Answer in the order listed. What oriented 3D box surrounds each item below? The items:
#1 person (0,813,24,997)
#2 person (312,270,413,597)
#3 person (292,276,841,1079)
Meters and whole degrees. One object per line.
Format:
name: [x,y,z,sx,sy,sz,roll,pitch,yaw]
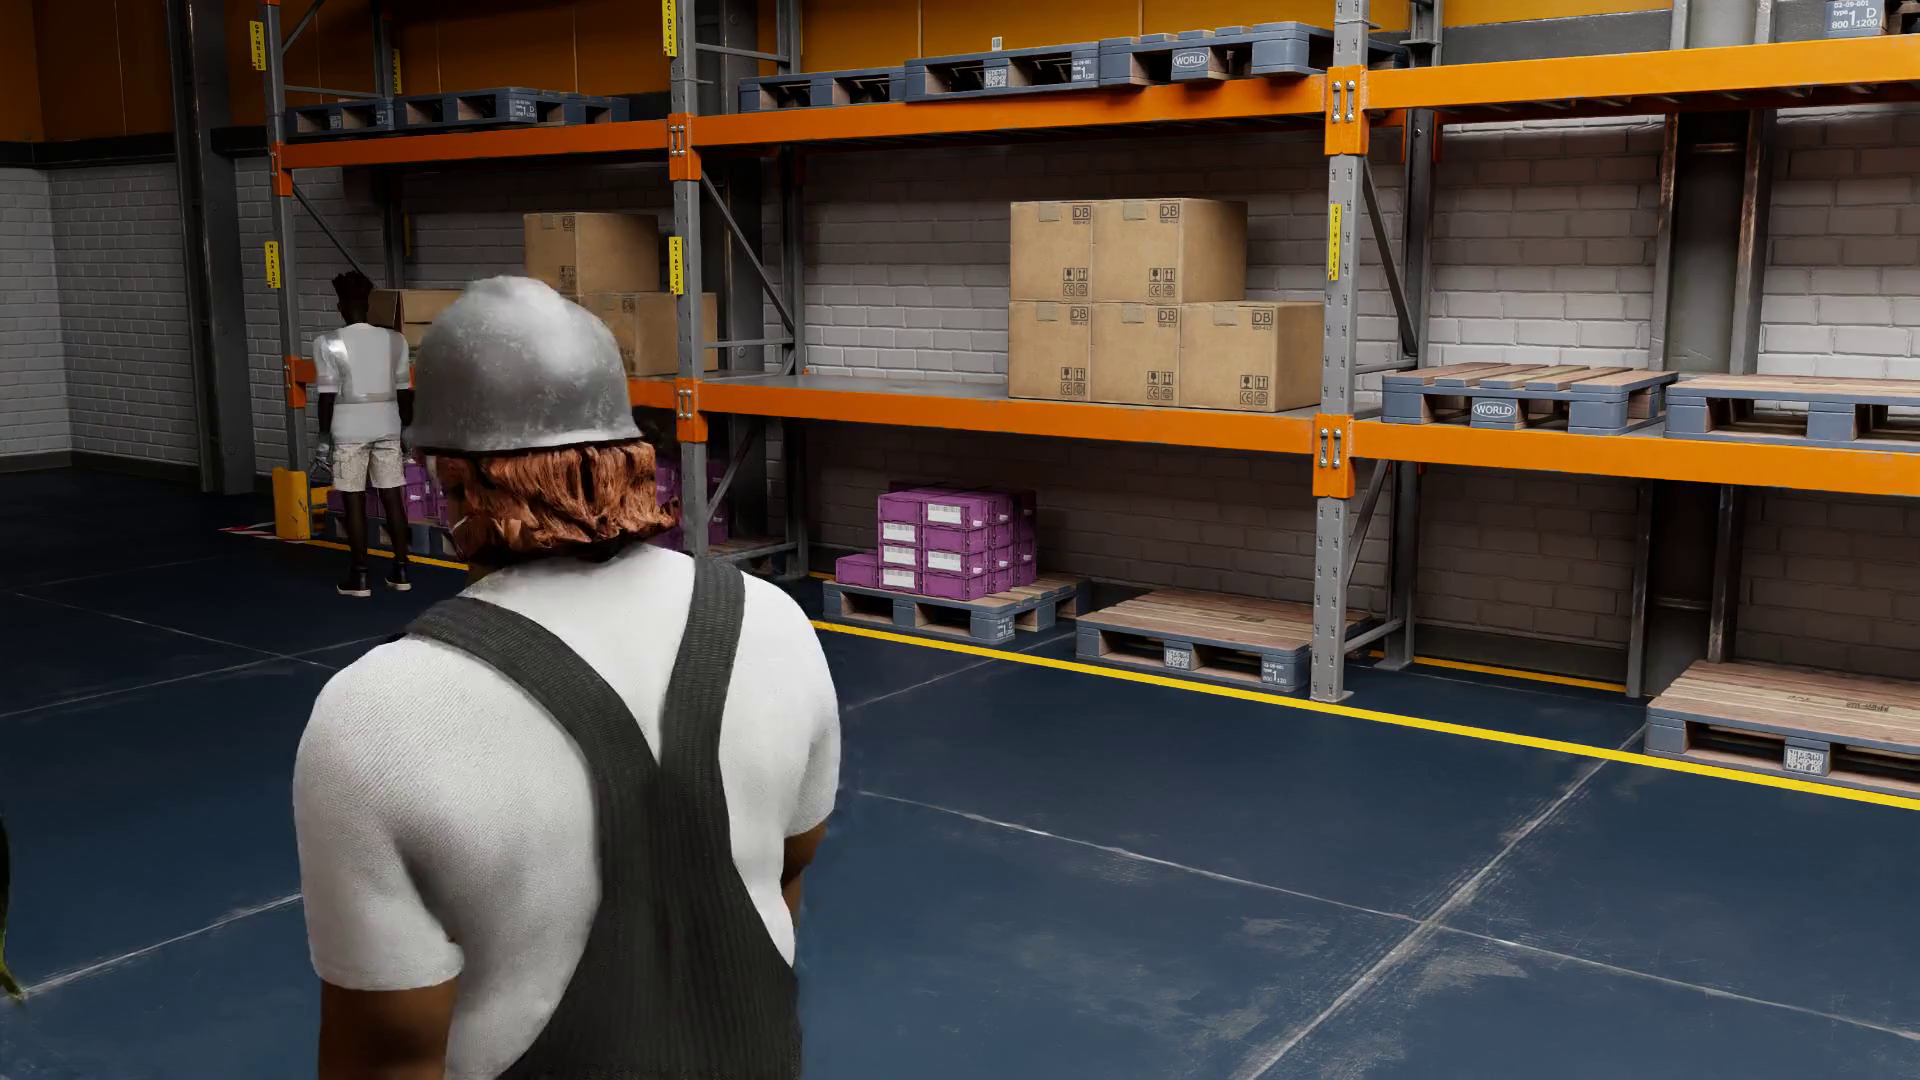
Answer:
person: [-0.719,0.973,1.041,0.610,1.766,0.950,-8,12,-39]
person: [-3.614,-0.642,10.087,0.366,1.962,0.614,9,13,44]
person: [-0.439,0.680,1.987,0.682,2.000,0.790,-9,13,-42]
